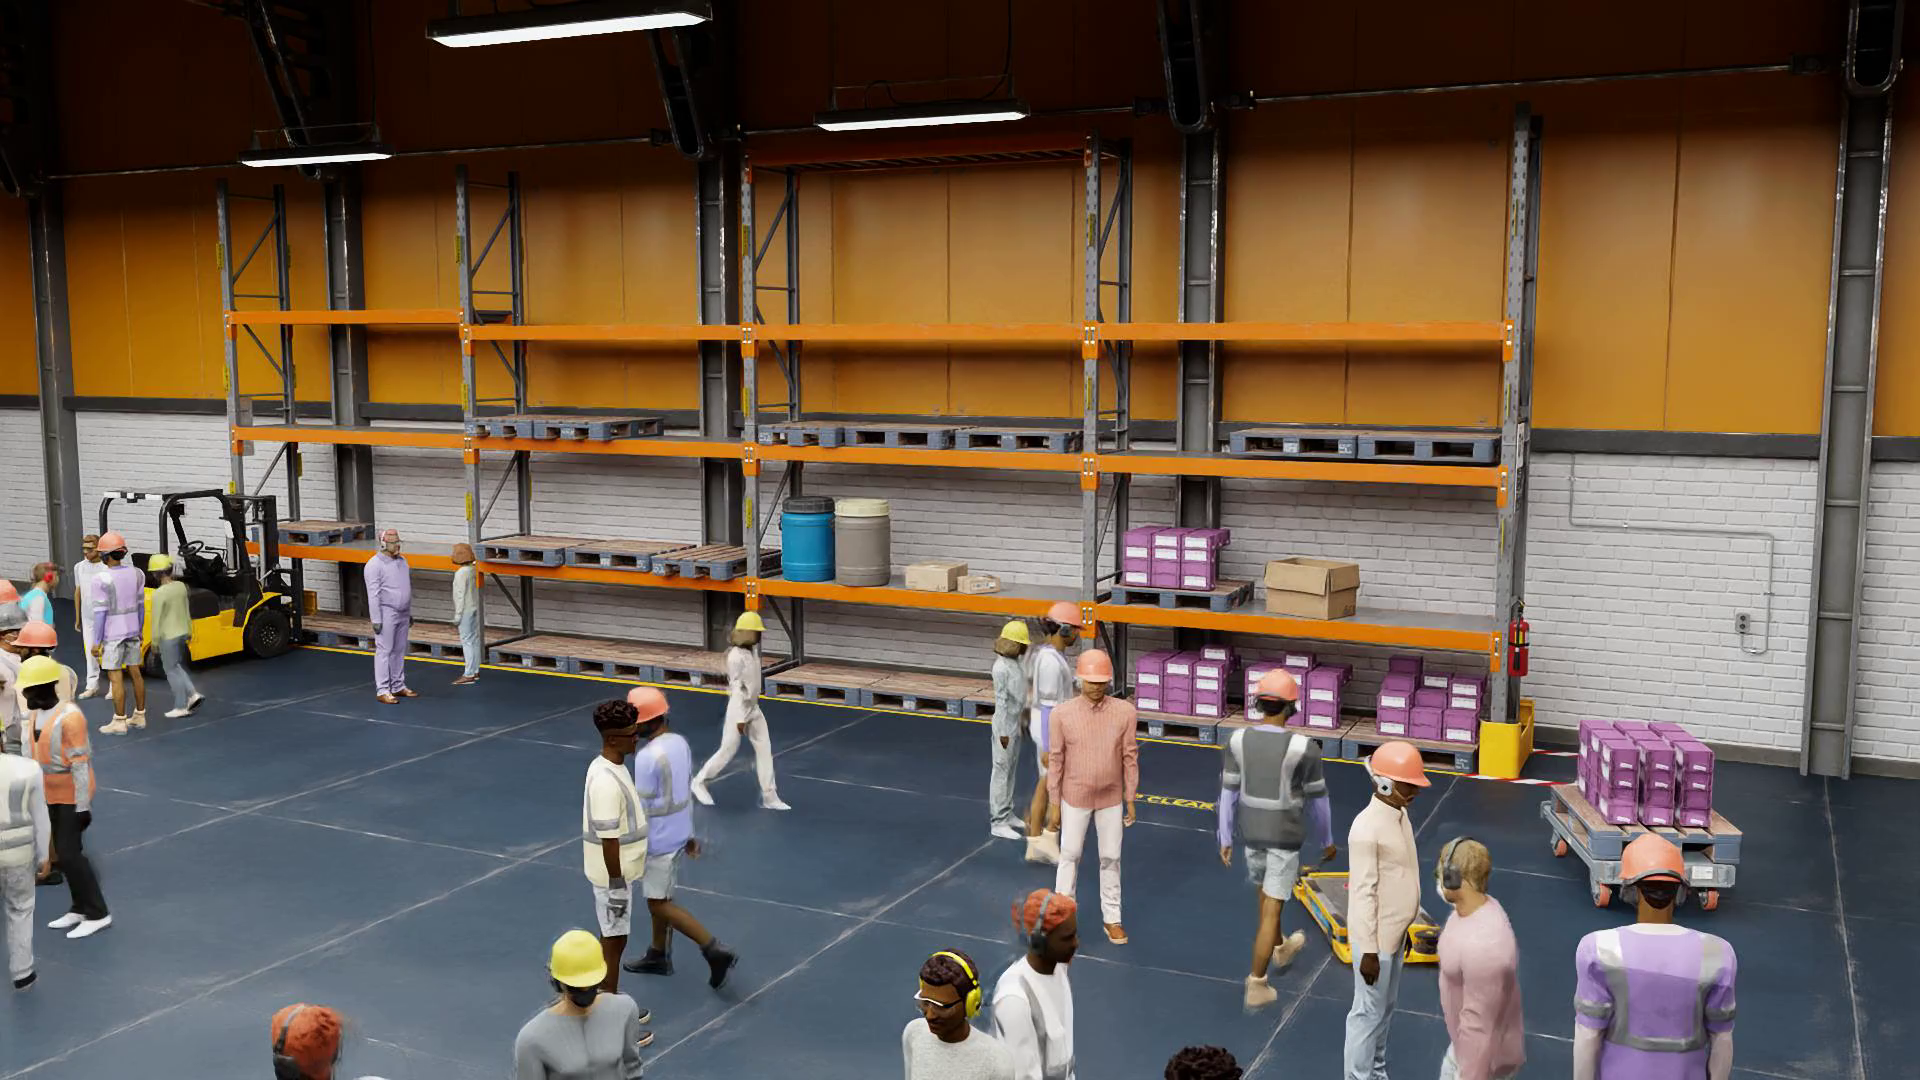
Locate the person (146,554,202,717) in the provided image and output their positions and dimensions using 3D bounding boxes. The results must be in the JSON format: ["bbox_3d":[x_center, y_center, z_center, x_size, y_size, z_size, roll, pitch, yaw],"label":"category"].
[{"bbox_3d":[-8.278,1.007,17.406,0.370,1.744,0.540,1,7,9],"label":"person"}]

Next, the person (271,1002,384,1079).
[{"bbox_3d":[-2.073,2.403,5.362,0.400,1.877,0.611,3,7,21],"label":"person"}]

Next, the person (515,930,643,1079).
[{"bbox_3d":[-1.407,2.348,6.369,0.547,1.740,0.637,-5,9,-36],"label":"person"}]

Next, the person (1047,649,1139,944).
[{"bbox_3d":[0.874,1.685,10.888,0.610,1.985,0.408,-1,7,-9],"label":"person"}]

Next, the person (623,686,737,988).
[{"bbox_3d":[-1.746,1.816,10.172,0.771,1.897,0.556,2,7,13],"label":"person"}]

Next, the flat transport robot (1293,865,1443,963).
[{"bbox_3d":[2.720,2.495,11.182,0.652,0.197,1.431,0,7,-2],"label":"flat transport robot"}]

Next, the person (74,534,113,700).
[{"bbox_3d":[-9.502,0.848,18.347,0.509,1.844,0.329,0,7,1],"label":"person"}]

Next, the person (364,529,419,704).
[{"bbox_3d":[-6.224,0.829,18.262,0.409,1.907,0.651,2,7,16],"label":"person"}]

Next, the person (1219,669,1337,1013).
[{"bbox_3d":[1.949,1.771,10.098,0.627,1.993,0.995,6,9,39],"label":"person"}]

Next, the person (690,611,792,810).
[{"bbox_3d":[-1.884,1.442,14.090,0.885,1.702,0.481,3,7,20],"label":"person"}]

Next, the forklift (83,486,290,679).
[{"bbox_3d":[-9.426,0.454,20.179,1.214,2.155,2.313,3,8,26],"label":"forklift"}]

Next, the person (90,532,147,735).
[{"bbox_3d":[-8.500,0.941,16.773,0.375,2.044,0.604,3,7,20],"label":"person"}]

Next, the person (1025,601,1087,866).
[{"bbox_3d":[0.721,1.468,12.570,0.537,2.007,0.616,0,7,1],"label":"person"}]

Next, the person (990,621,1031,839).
[{"bbox_3d":[0.420,1.507,13.358,0.309,1.736,0.485,2,7,18],"label":"person"}]

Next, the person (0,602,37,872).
[{"bbox_3d":[-7.015,1.469,12.415,0.536,2.000,0.673,-1,7,-6],"label":"person"}]

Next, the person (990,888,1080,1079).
[{"bbox_3d":[0.283,2.276,6.617,0.963,1.839,0.560,4,8,29],"label":"person"}]

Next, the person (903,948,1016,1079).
[{"bbox_3d":[-0.031,2.348,5.919,0.516,1.860,0.321,6,9,41],"label":"person"}]

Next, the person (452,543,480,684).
[{"bbox_3d":[-5.729,0.843,19.244,0.285,1.636,0.500,0,7,0],"label":"person"}]

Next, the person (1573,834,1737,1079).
[{"bbox_3d":[2.733,2.174,6.620,0.605,2.034,0.390,1,7,8],"label":"person"}]

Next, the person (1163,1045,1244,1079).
[{"bbox_3d":[0.685,2.427,4.814,0.610,1.963,0.366,1,7,12],"label":"person"}]

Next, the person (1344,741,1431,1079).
[{"bbox_3d":[2.141,1.984,8.369,0.389,1.990,0.610,4,8,30],"label":"person"}]

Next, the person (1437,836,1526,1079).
[{"bbox_3d":[2.186,2.203,6.891,0.468,1.921,0.793,1,7,11],"label":"person"}]

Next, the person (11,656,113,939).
[{"bbox_3d":[-6.012,1.704,11.090,0.601,1.901,0.474,5,8,35],"label":"person"}]

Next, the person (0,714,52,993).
[{"bbox_3d":[-5.775,1.884,9.950,0.602,1.817,0.601,-2,7,-19],"label":"person"}]

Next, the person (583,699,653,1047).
[{"bbox_3d":[-1.948,1.867,9.435,0.361,1.964,0.613,-1,7,-12],"label":"person"}]

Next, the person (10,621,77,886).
[{"bbox_3d":[-6.693,1.548,12.166,0.343,1.942,0.552,1,7,6],"label":"person"}]
